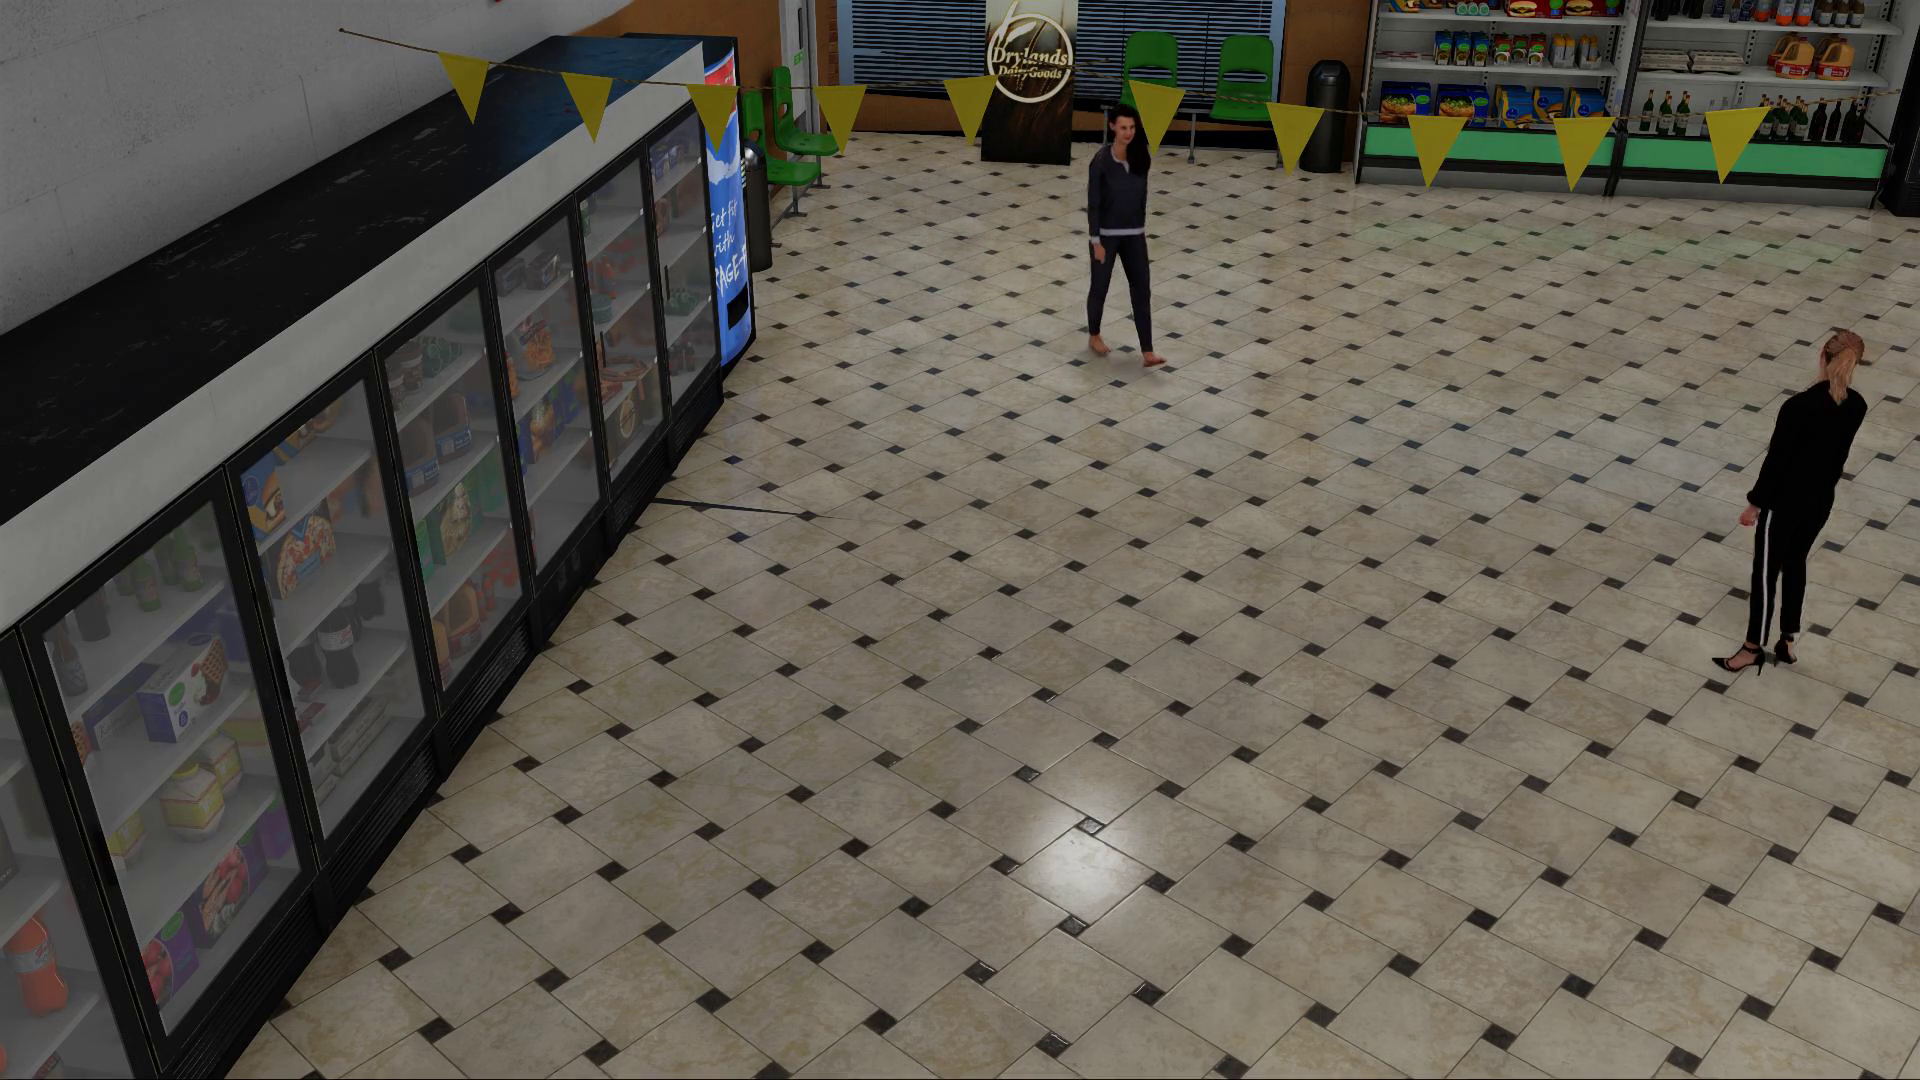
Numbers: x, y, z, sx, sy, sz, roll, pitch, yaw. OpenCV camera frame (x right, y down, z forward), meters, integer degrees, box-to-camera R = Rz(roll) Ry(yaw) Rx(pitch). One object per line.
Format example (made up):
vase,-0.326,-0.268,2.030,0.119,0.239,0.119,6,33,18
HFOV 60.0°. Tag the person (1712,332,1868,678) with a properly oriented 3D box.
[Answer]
person,3.864,-0.134,7.653,0.678,1.689,0.803,-20,34,-32

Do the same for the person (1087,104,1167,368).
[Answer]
person,1.003,-2.044,11.101,1.078,1.736,1.031,-12,31,-20
